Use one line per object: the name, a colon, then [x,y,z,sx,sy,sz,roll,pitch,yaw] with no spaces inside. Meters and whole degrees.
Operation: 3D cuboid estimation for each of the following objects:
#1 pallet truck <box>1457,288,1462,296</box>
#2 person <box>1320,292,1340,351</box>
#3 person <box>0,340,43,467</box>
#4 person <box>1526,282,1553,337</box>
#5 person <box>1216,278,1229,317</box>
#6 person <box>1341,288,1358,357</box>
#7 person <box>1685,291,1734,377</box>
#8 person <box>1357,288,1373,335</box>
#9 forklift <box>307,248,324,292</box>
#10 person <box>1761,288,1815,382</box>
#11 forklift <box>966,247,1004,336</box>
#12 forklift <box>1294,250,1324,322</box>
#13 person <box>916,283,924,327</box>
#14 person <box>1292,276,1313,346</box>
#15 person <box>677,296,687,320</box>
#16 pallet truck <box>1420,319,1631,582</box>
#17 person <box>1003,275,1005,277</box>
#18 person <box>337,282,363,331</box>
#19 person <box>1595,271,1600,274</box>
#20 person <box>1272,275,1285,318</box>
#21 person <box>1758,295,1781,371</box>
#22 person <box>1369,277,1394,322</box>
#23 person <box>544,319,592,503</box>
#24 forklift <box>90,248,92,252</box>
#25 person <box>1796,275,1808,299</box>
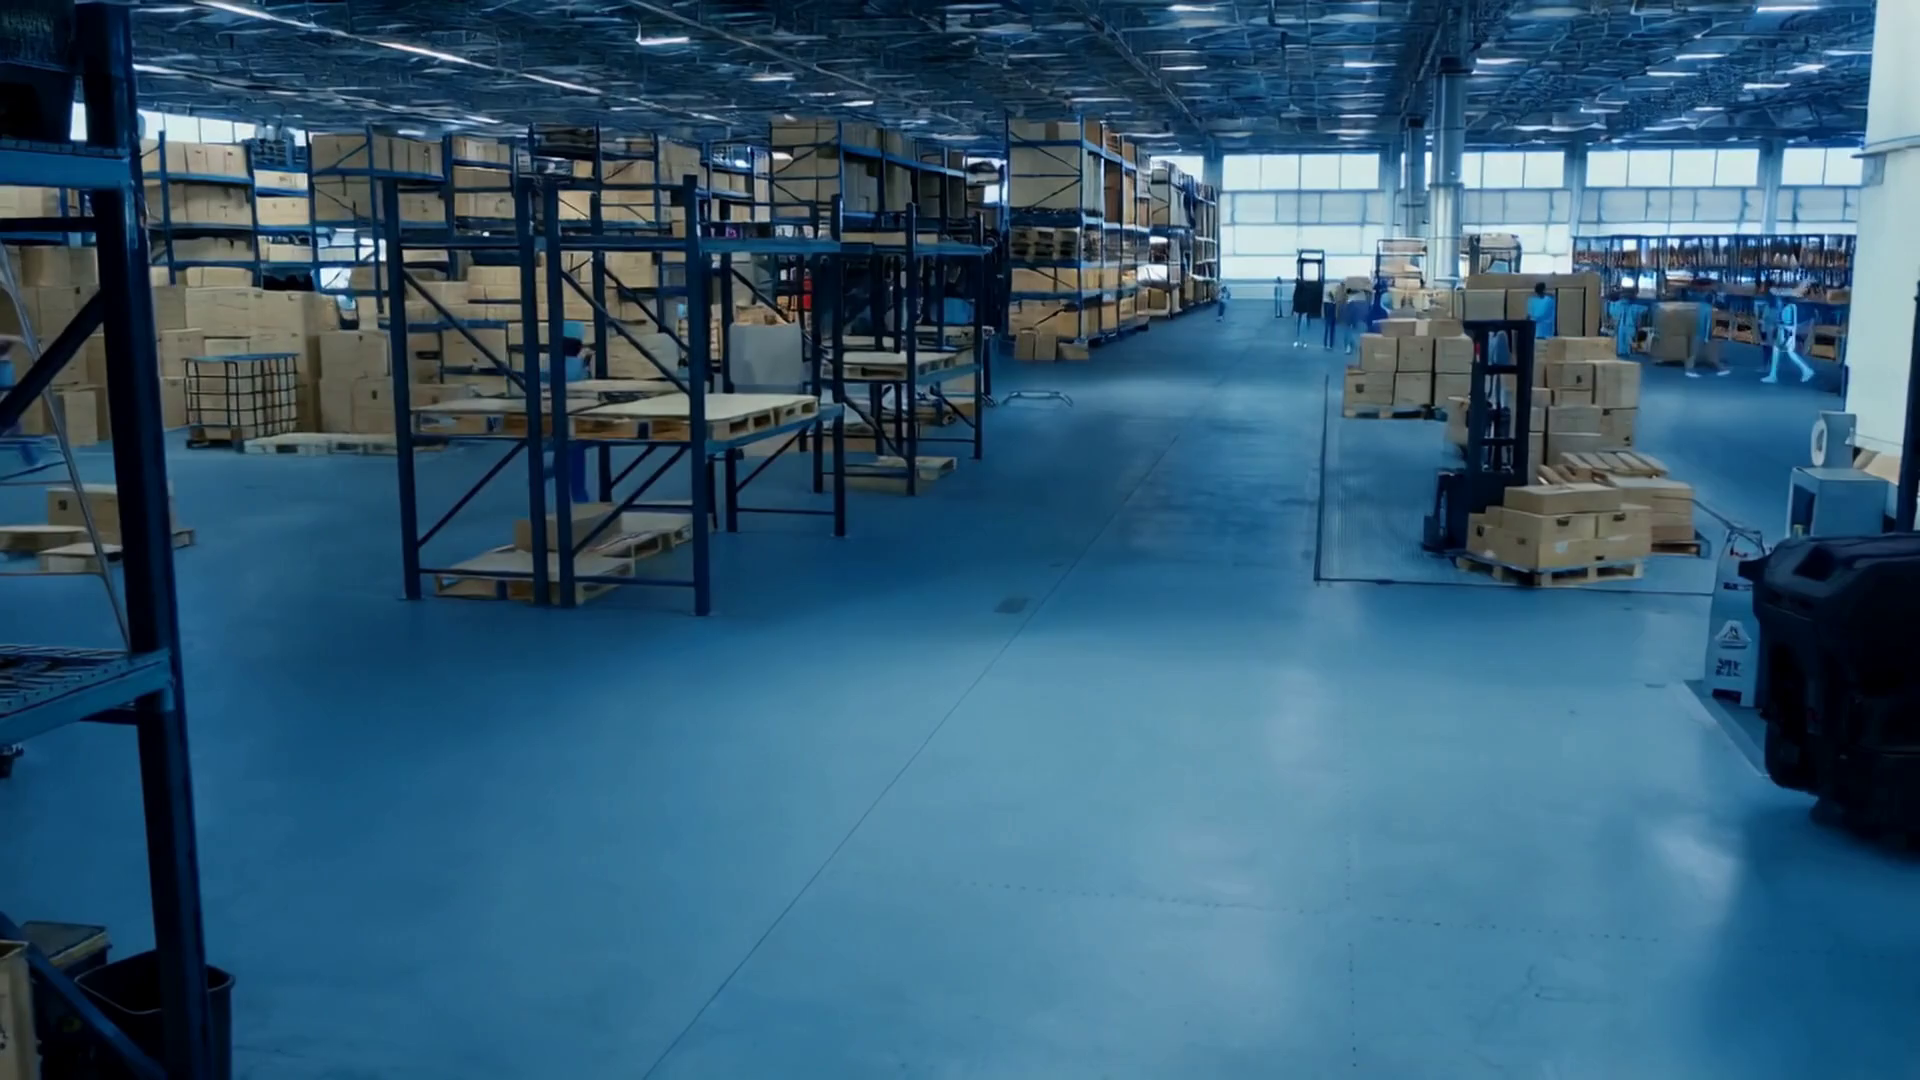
pallet truck: [20.506,-9.785,68.819,0.653,1.274,1.630,2,10,12]
person: [10.092,-5.978,45.422,0.514,1.604,0.796,1,10,4]
person: [-11.263,-1.600,19.503,0.500,1.588,0.885,3,10,17]
person: [13.210,-4.903,37.987,0.598,1.958,0.385,7,12,35]
person: [11.227,-10.391,71.295,0.537,1.681,0.498,0,10,2]
person: [9.866,-5.498,42.091,0.359,1.748,0.552,4,11,25]
person: [15.735,-4.309,34.878,0.994,1.810,0.531,0,10,0]
person: [10.450,-5.570,42.555,0.527,1.750,0.520,-5,11,-28]
forklift: [-20.072,-7.794,52.358,1.873,2.768,1.129,2,10,12]
person: [16.717,-4.100,33.426,0.910,1.909,0.560,8,13,40]
forklift: [0.646,-7.215,48.932,1.129,2.768,1.873,2,10,12]
forklift: [13.778,-10.002,65.433,1.129,2.768,1.873,2,10,12]
person: [-1.019,-5.691,42.909,0.696,1.866,0.590,1,10,8]
person: [9.786,-6.548,47.590,0.612,1.997,0.376,-2,10,-10]
person: [-6.621,-5.122,40.342,0.864,1.596,0.527,7,12,36]
pallet truck: [4.543,-0.757,13.299,0.823,1.965,1.885,-4,10,-22]
person: [2.472,-14.306,94.041,0.681,1.819,0.664,2,10,12]
person: [-15.129,-5.433,41.257,0.592,1.911,0.385,-8,13,-41]
person: [33.864,-13.343,88.286,0.373,1.840,0.570,-1,10,-8]
person: [13.440,-10.275,70.196,0.404,1.826,0.591,-7,12,-35]
person: [17.958,-4.572,36.811,0.319,1.693,0.537,0,10,-3]
person: [10.455,-5.467,41.060,0.537,2.000,0.682,-7,12,-37]
person: [-3.912,-1.226,16.391,0.703,1.900,0.585,2,10,9]
forklift: [-26.442,-7.374,49.874,1.129,2.768,1.873,2,10,12]
person: [36.651,-10.642,72.449,0.578,1.795,0.706,7,12,37]
